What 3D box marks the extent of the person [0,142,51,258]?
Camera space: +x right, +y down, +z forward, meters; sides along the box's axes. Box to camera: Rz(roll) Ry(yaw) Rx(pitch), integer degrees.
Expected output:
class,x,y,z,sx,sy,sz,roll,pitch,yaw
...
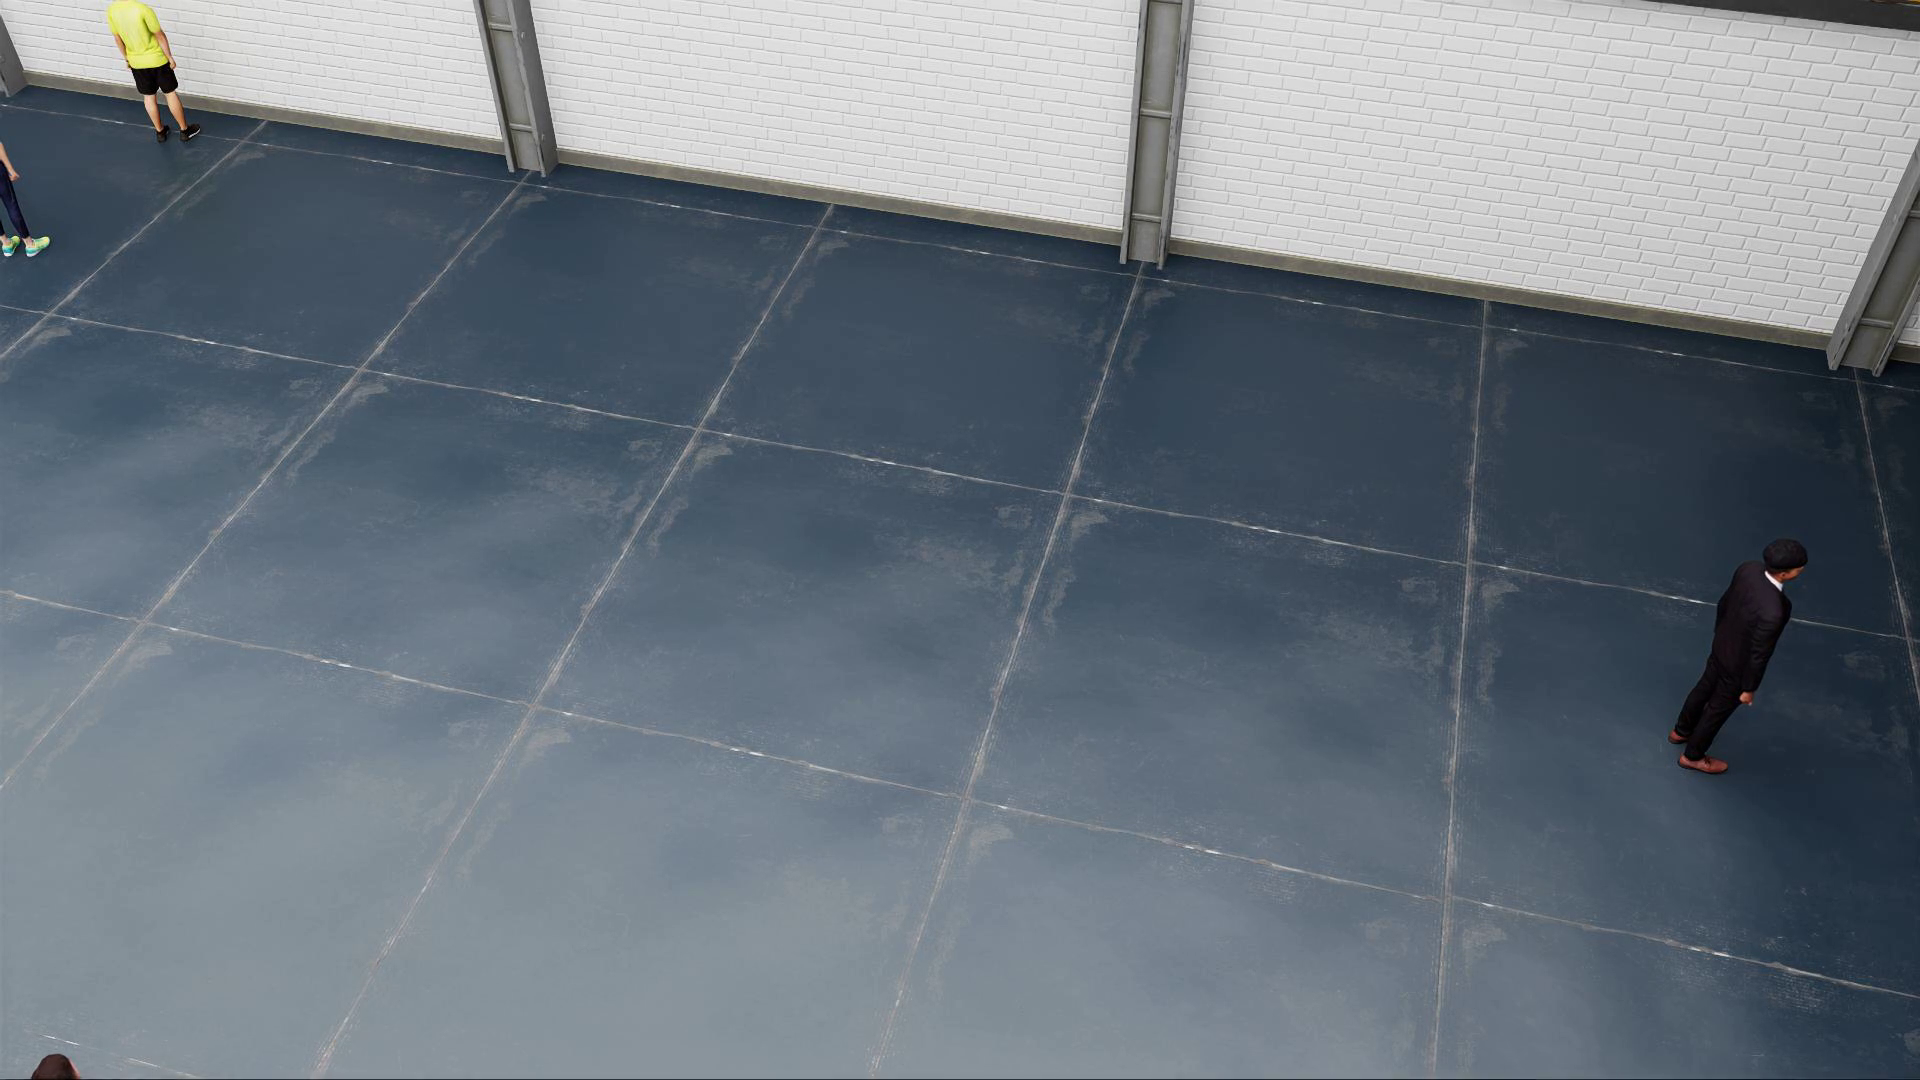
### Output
class,x,y,z,sx,sy,sz,roll,pitch,yaw
person,-8.504,-3.247,14.499,0.525,1.702,0.691,3,44,3

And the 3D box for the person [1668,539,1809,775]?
class,x,y,z,sx,sy,sz,roll,pitch,yaw
person,4.776,0.696,10.229,0.650,1.883,0.754,0,44,0

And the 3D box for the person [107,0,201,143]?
class,x,y,z,sx,sy,sz,roll,pitch,yaw
person,-7.801,-4.638,15.956,0.548,1.707,0.735,0,44,-1
